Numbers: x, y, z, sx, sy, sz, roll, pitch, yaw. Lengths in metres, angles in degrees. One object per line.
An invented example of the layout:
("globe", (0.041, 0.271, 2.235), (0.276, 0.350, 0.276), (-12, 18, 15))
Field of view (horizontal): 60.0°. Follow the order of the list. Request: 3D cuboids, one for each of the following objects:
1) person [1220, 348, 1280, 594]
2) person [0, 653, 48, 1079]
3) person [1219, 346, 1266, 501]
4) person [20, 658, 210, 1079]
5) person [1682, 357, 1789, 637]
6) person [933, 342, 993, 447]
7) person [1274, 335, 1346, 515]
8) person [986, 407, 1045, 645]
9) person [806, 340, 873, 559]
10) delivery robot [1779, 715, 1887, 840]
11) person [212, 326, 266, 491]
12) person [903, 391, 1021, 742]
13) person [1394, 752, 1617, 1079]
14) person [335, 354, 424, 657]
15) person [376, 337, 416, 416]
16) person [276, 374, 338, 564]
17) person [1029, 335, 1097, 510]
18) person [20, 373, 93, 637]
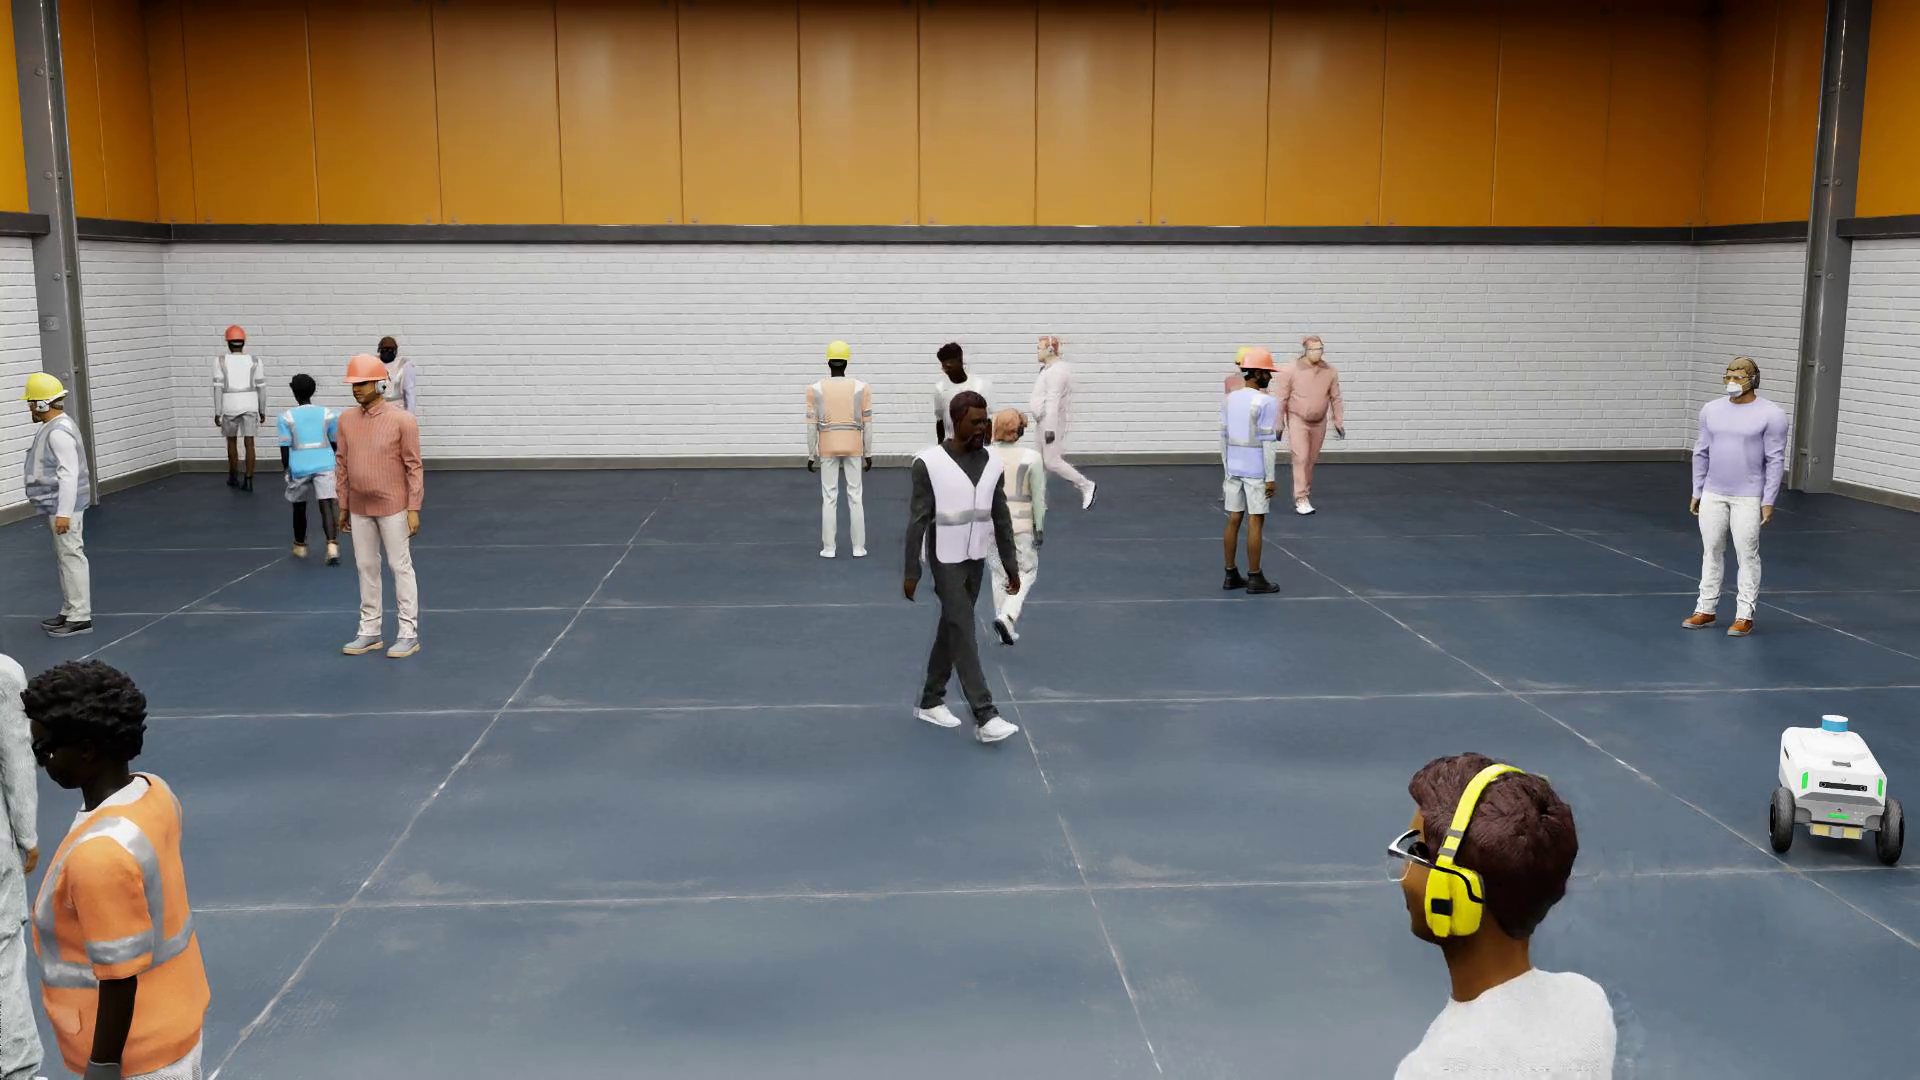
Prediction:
("person", (2.294, -0.545, 13.113), (0.376, 1.934, 0.547), (-6, 11, -34))
("person", (-2.959, 0.871, 4.861), (0.484, 1.737, 0.323), (-4, 10, -21))
("person", (3.202, -1.303, 18.521), (0.531, 1.730, 0.697), (5, 10, 30))
("person", (-1.813, 1.087, 3.624), (0.320, 1.692, 0.531), (-3, 9, -17))
("person", (5.393, -0.304, 11.589), (0.373, 1.940, 0.629), (-7, 12, -39))
("person", (0.030, -0.851, 15.147), (0.623, 1.880, 1.078), (3, 10, 19))
("person", (3.686, -1.192, 17.382), (0.663, 1.865, 0.898), (-3, 9, -16))
("person", (0.311, -0.071, 11.118), (0.518, 1.623, 0.491), (4, 10, 25))
("person", (-1.061, -0.789, 14.663), (0.584, 1.928, 0.373), (-1, 9, -7))
("delivery robot", (3.840, 1.016, 7.334), (0.477, 0.478, 0.707), (3, 10, 20))
("person", (-8.432, -1.542, 19.452), (0.577, 1.904, 0.860), (-5, 10, -29))
("person", (0.080, 0.142, 8.971), (0.619, 1.872, 0.955), (-8, 12, -42))
("person", (0.752, 1.218, 2.270), (0.568, 1.859, 0.529), (8, 12, 43))
("person", (-3.816, -0.221, 10.888), (0.623, 1.992, 0.397), (3, 9, 16))
("person", (-6.694, -1.493, 19.536), (0.641, 1.782, 0.942), (1, 9, 3))
("person", (-5.637, -0.622, 14.467), (0.532, 1.656, 0.872), (-5, 10, -29))
("person", (1.006, -1.212, 17.459), (0.768, 1.886, 0.649), (-1, 9, -7))
("person", (-6.265, -0.244, 11.557), (0.404, 1.829, 0.592), (-6, 11, -31))
